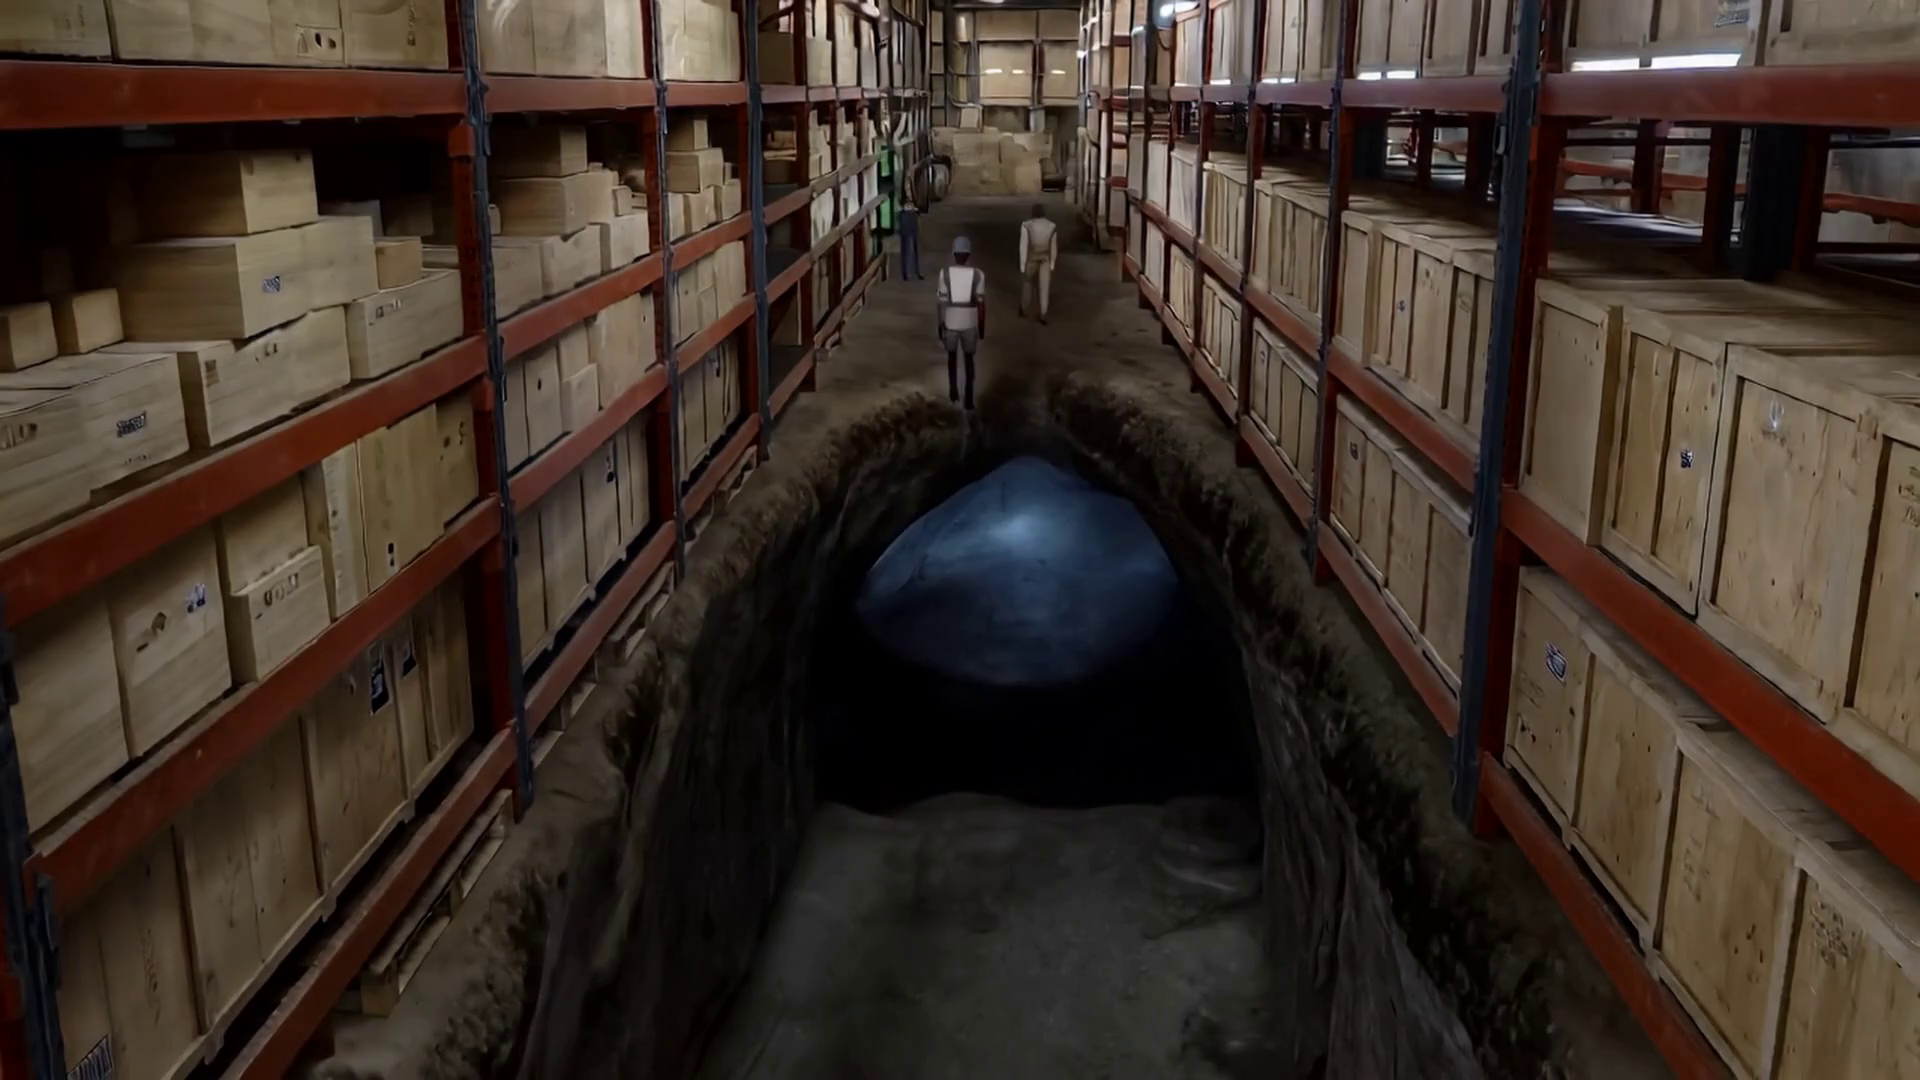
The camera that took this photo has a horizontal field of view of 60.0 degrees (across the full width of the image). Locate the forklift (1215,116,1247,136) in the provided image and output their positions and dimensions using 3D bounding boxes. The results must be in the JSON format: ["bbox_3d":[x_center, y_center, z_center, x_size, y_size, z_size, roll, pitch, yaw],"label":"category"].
[{"bbox_3d":[7.899,-11.064,48.958,1.129,2.768,1.873,0,15,2],"label":"forklift"}]

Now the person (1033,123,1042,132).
[{"bbox_3d":[4.063,-20.947,87.534,0.589,1.928,0.384,6,16,21],"label":"person"}]

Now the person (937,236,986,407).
[{"bbox_3d":[0.023,-2.479,18.883,0.552,1.912,0.879,-1,15,-3],"label":"person"}]

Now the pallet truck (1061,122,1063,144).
[{"bbox_3d":[5.788,-21.111,88.014,1.885,1.965,0.823,5,16,18],"label":"pallet truck"}]

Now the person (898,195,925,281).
[{"bbox_3d":[-0.929,-5.690,31.388,0.502,1.594,0.837,-5,16,-18],"label":"person"}]

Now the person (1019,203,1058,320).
[{"bbox_3d":[1.211,-4.406,26.237,0.650,1.794,0.942,-4,16,-14],"label":"person"}]

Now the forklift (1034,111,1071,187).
[{"bbox_3d":[3.585,-14.538,61.884,1.873,2.768,1.129,0,15,2],"label":"forklift"}]

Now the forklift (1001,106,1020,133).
[{"bbox_3d":[2.514,-20.177,82.864,1.129,2.768,1.873,-7,17,-26],"label":"forklift"}]
